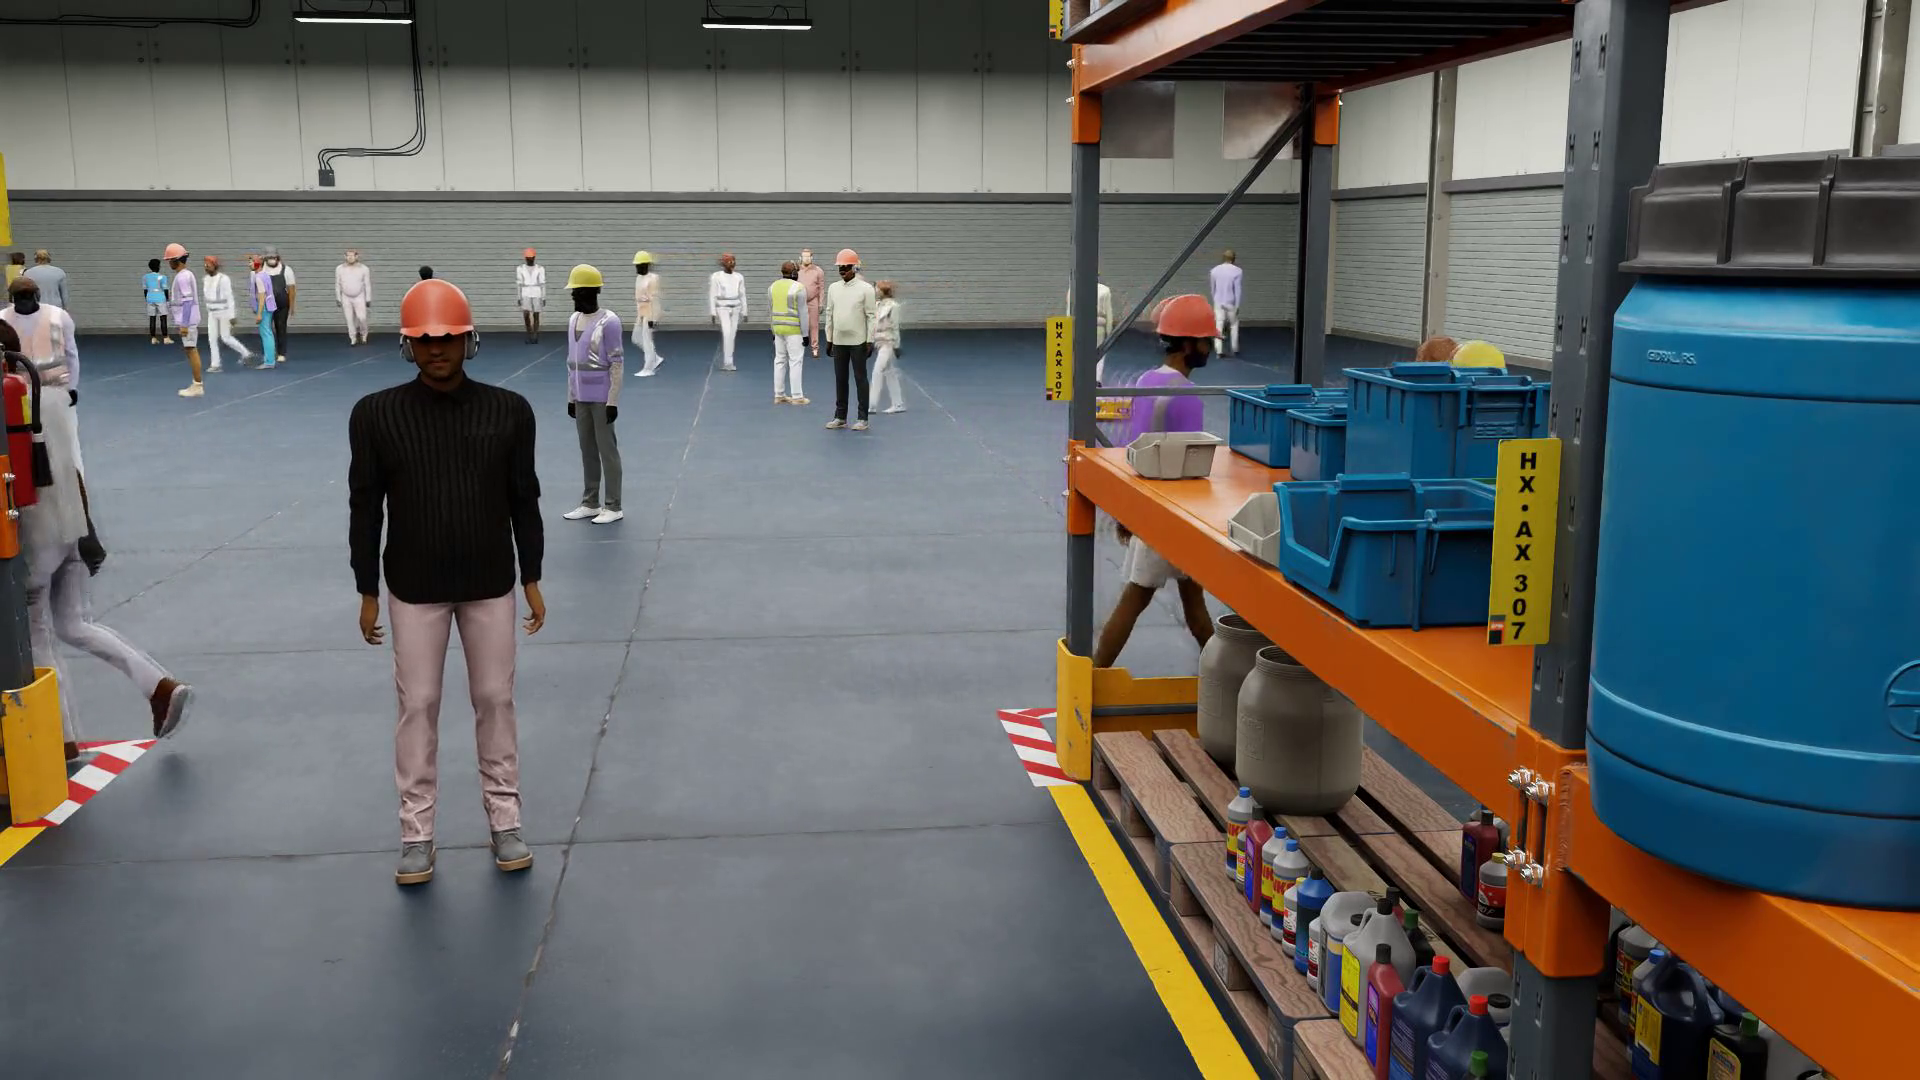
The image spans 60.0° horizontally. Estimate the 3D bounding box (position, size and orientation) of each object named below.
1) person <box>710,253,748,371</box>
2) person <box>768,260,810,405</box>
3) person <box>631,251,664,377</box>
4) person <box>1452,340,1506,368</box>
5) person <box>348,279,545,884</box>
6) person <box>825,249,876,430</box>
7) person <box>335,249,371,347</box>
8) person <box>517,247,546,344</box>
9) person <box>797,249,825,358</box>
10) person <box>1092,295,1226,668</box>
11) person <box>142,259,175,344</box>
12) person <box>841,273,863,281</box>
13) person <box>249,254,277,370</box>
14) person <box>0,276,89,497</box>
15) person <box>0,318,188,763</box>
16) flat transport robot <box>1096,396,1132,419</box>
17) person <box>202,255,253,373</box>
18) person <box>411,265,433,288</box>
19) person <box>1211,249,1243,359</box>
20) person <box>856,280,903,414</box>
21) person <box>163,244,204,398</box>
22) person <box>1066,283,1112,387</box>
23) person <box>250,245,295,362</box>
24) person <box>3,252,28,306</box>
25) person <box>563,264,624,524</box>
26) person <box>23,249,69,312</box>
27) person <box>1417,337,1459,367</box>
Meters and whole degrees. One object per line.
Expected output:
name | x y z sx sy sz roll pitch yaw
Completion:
person | -3.609 -3.605 26.403 0.605 1.865 0.645 -8 13 -39
person | -2.159 -2.639 21.220 0.628 1.836 0.429 8 13 37
person | -4.799 -3.452 25.430 0.435 1.914 0.619 -7 12 -33
person | 2.035 0.040 6.779 0.547 1.732 0.679 -4 11 -23
person | -1.687 0.146 5.525 0.624 1.995 0.411 -4 11 -22
person | -1.226 -2.213 18.425 0.622 1.993 0.382 5 12 27
person | -11.811 -4.704 32.350 0.639 1.894 0.497 -2 10 -9
person | -8.500 -4.834 33.015 0.566 1.909 0.771 -2 11 -11
person | -2.726 -4.180 29.441 0.651 1.913 0.410 0 10 2
person | 0.973 -0.140 7.389 1.033 1.872 0.555 -2 11 -13
person | -15.975 -4.739 33.091 0.535 1.697 0.321 2 10 9
person | -1.985 -4.504 31.641 0.540 1.746 0.629 6 12 32
person | -11.229 -3.670 26.822 0.388 1.847 0.563 -2 11 -13
person | -7.425 -1.201 13.365 0.666 1.825 0.464 -4 11 -23
person | -3.563 0.018 6.644 0.649 1.836 0.552 0 10 -1
flat transport robot | 1.946 -1.606 19.829 0.652 0.197 1.431 1 10 7
person | -11.663 -3.588 26.357 0.628 1.857 0.695 5 11 24
person | -8.371 -3.475 26.197 0.539 1.683 0.386 -5 11 -25
person | 4.753 -4.166 29.403 0.628 1.901 0.878 6 12 30
person | -1.004 -2.308 20.008 0.772 1.610 0.521 -5 11 -25
person | -10.338 -2.914 22.161 0.403 2.036 0.609 -4 11 -20
person | 1.708 -2.780 22.072 0.614 1.803 0.602 1 10 6
person | -11.625 -4.013 28.170 0.726 2.000 0.905 -4 11 -23
person | -18.896 -4.891 33.593 0.641 1.816 0.747 2 11 13
person | -2.749 -1.086 12.437 0.590 1.927 0.367 9 14 40
person | -14.692 -3.708 26.782 0.632 1.940 0.372 -8 13 -38
person | 2.402 -0.202 8.398 0.497 1.633 0.286 -9 14 -42
